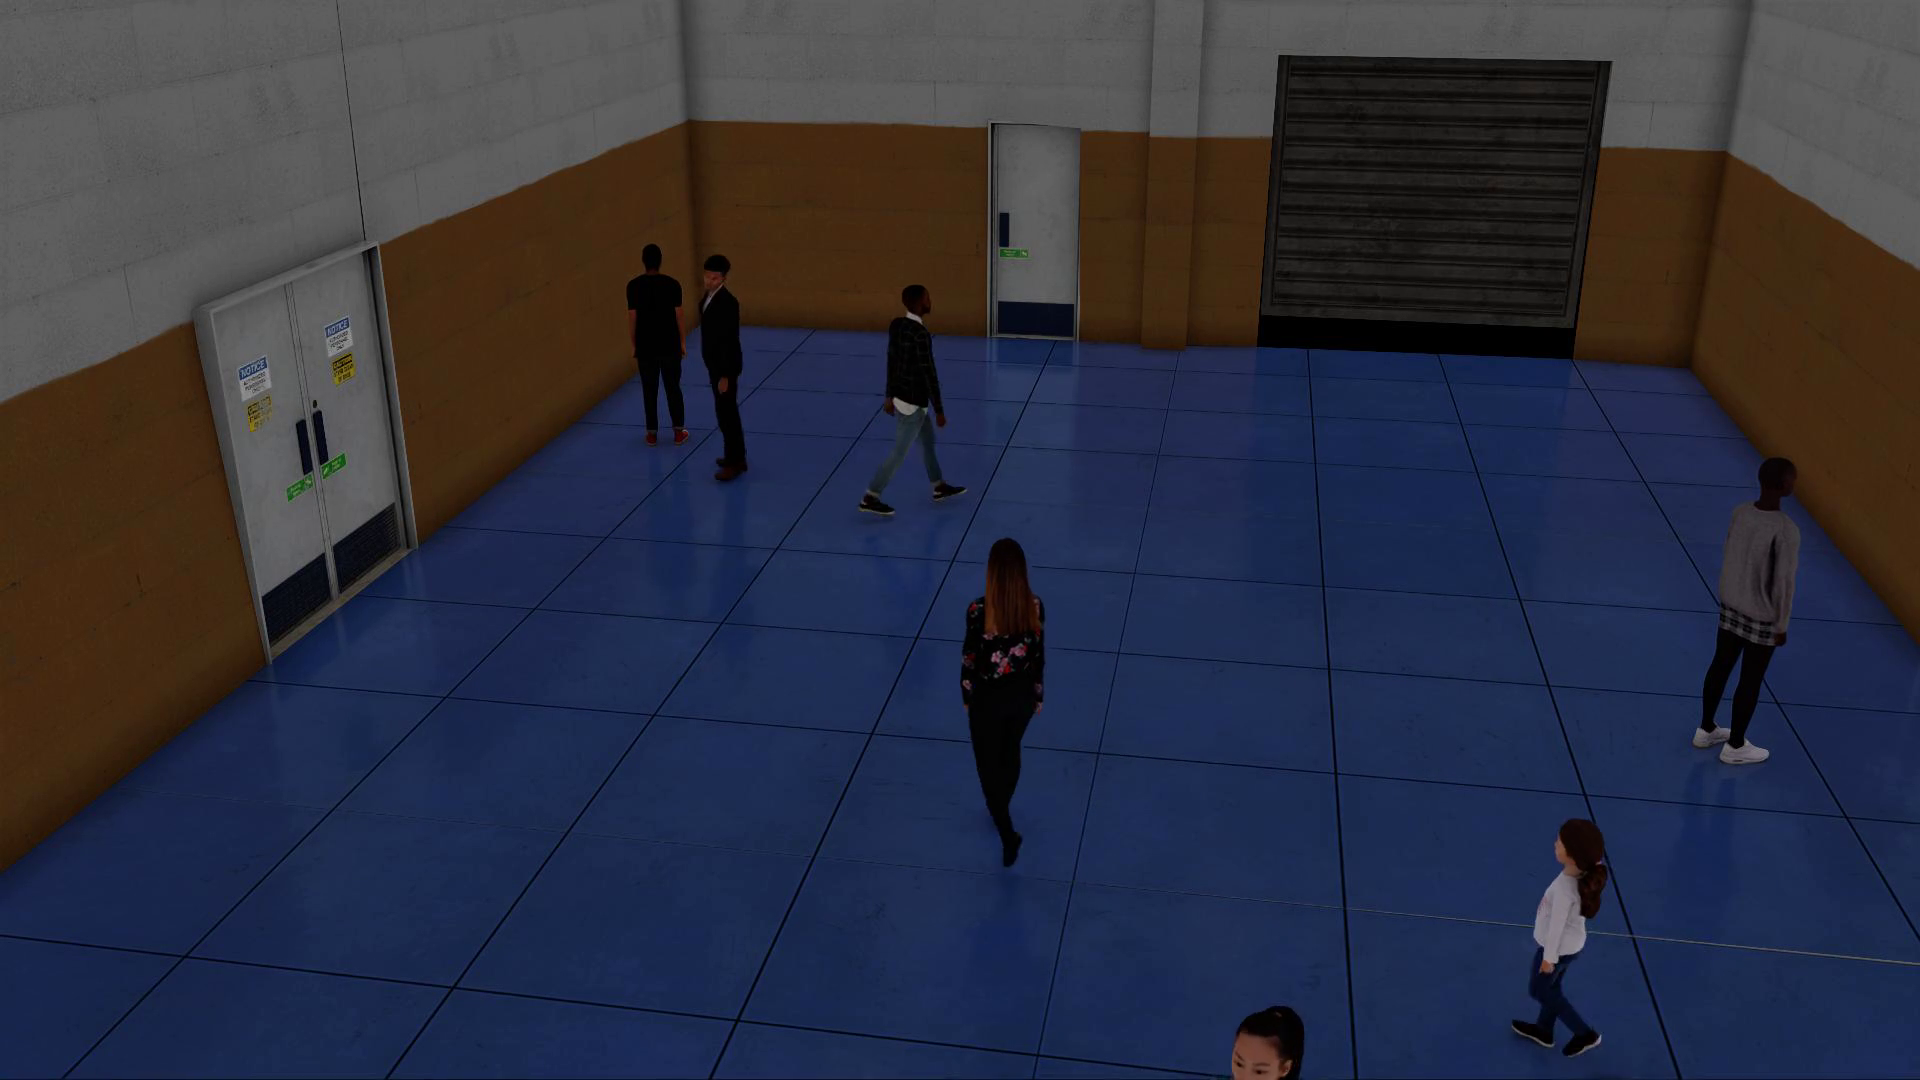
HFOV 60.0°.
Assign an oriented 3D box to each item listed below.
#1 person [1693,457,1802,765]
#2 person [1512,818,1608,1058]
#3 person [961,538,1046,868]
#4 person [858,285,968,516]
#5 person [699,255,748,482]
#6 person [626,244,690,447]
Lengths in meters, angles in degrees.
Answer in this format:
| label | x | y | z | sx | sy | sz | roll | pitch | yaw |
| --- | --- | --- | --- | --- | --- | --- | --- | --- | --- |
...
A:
| label | x | y | z | sx | sy | sz | roll | pitch | yaw |
| --- | --- | --- | --- | --- | --- | --- | --- | --- | --- |
| person | 4.380 | 0.381 | 9.229 | 0.696 | 1.771 | 0.695 | -8 | 23 | -19 |
| person | 2.550 | 1.673 | 6.908 | 0.680 | 1.104 | 0.584 | 16 | 27 | 35 |
| person | 0.235 | 0.819 | 8.286 | 1.028 | 1.661 | 0.920 | -6 | 23 | -14 |
| person | -0.463 | -1.022 | 12.721 | 1.302 | 1.771 | 1.157 | -11 | 24 | -25 |
| person | -1.924 | -1.421 | 13.593 | 0.798 | 1.862 | 0.834 | -4 | 22 | -11 |
| person | -2.613 | -1.685 | 14.390 | 0.597 | 1.758 | 0.757 | -3 | 22 | -7 |
